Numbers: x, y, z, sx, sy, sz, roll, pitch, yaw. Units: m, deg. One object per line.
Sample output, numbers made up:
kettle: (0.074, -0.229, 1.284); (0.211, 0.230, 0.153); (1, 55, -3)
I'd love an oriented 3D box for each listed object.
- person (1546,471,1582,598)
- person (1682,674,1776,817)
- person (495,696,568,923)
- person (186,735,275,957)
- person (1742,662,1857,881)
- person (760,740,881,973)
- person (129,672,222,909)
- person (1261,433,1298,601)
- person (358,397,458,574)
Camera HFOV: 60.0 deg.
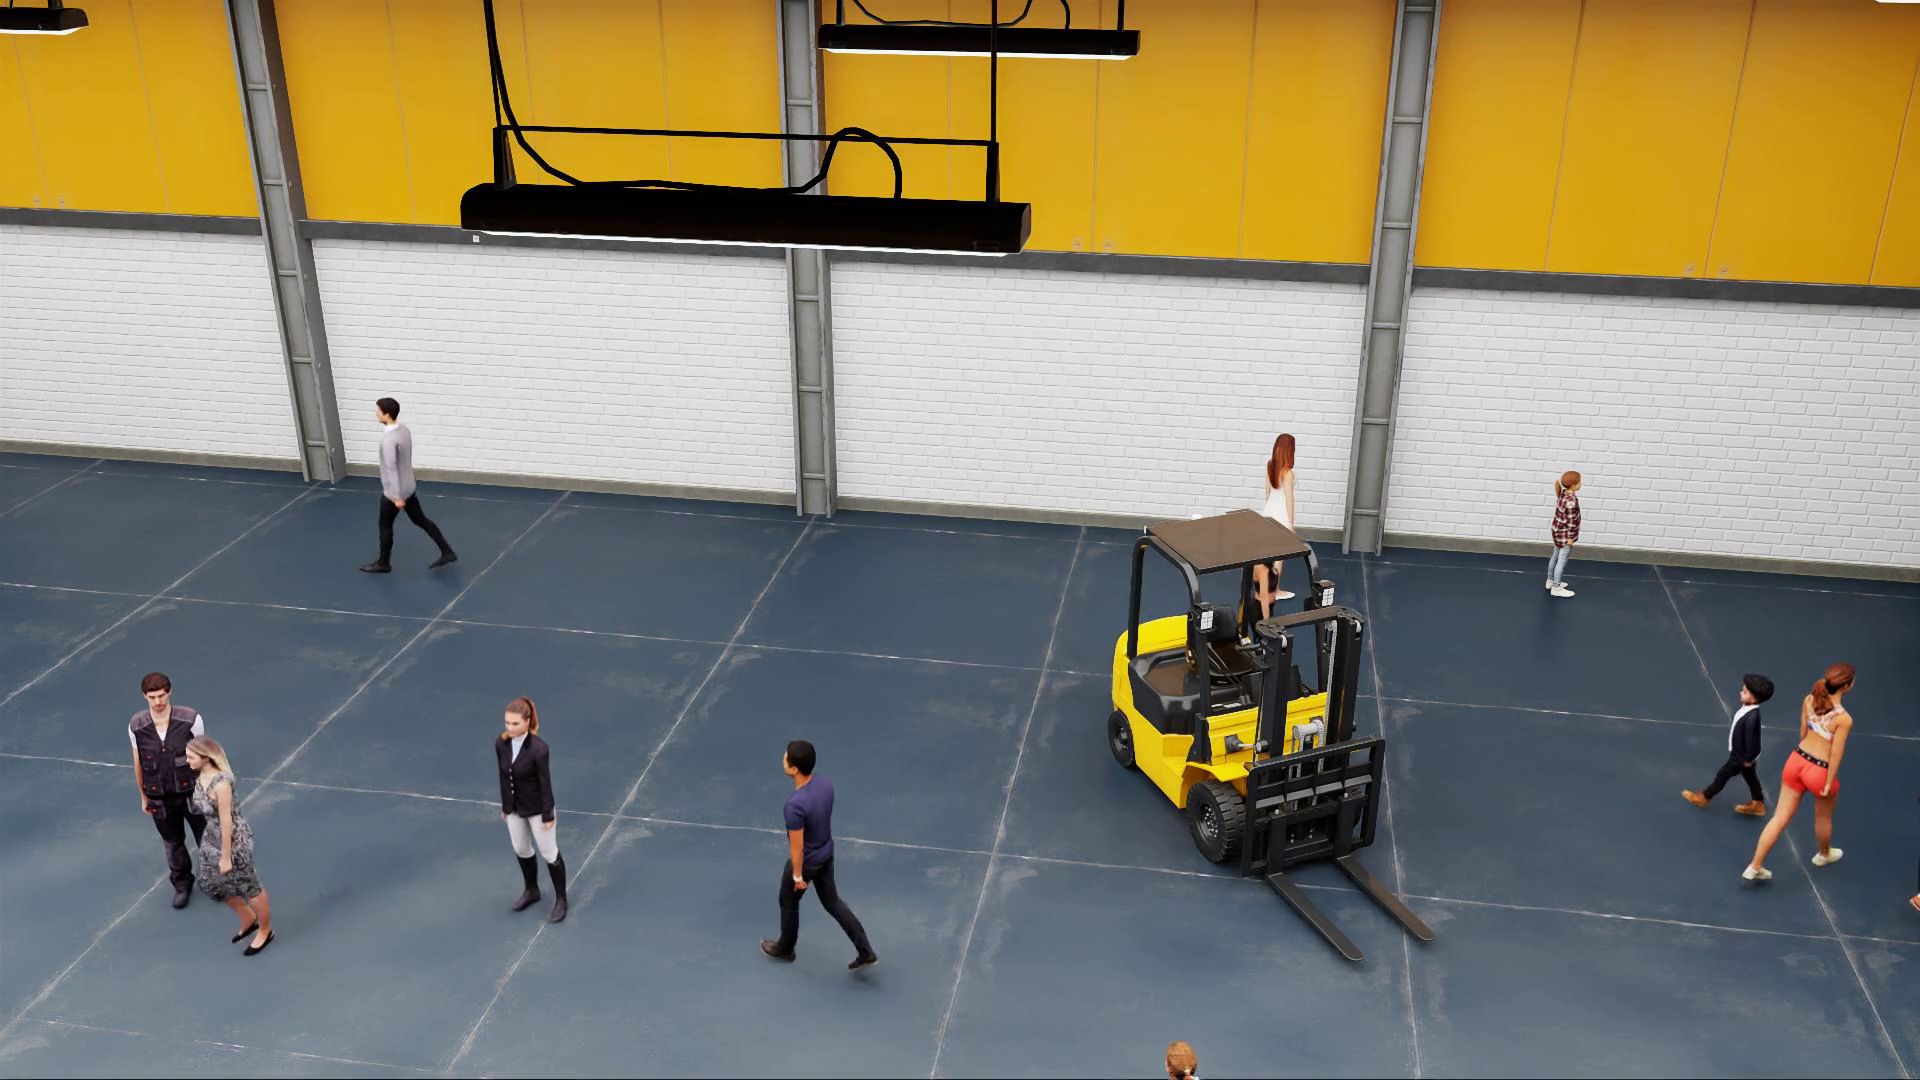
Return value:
person: (6.028, -0.084, 16.592); (0.560, 1.305, 0.551); (1, 24, 3)
person: (6.118, 1.614, 12.845); (0.887, 1.195, 0.650); (11, 26, 24)
person: (-2.997, 1.879, 11.580); (0.533, 1.724, 0.685); (9, 25, 19)
person: (-4.866, 2.026, 11.286); (0.694, 1.689, 0.768); (18, 30, 36)
person: (6.041, 1.706, 11.950); (1.192, 1.743, 1.041); (-12, 26, -25)
person: (-0.910, 2.123, 10.975); (1.209, 1.761, 0.917); (14, 27, 29)
person: (-5.510, 1.752, 11.720); (0.681, 1.843, 0.802); (-6, 24, -13)
person: (3.141, -0.242, 16.454); (0.685, 1.707, 0.647); (-10, 26, -22)
person: (-5.584, -0.525, 16.870); (1.272, 1.892, 0.839); (1, 24, 2)
